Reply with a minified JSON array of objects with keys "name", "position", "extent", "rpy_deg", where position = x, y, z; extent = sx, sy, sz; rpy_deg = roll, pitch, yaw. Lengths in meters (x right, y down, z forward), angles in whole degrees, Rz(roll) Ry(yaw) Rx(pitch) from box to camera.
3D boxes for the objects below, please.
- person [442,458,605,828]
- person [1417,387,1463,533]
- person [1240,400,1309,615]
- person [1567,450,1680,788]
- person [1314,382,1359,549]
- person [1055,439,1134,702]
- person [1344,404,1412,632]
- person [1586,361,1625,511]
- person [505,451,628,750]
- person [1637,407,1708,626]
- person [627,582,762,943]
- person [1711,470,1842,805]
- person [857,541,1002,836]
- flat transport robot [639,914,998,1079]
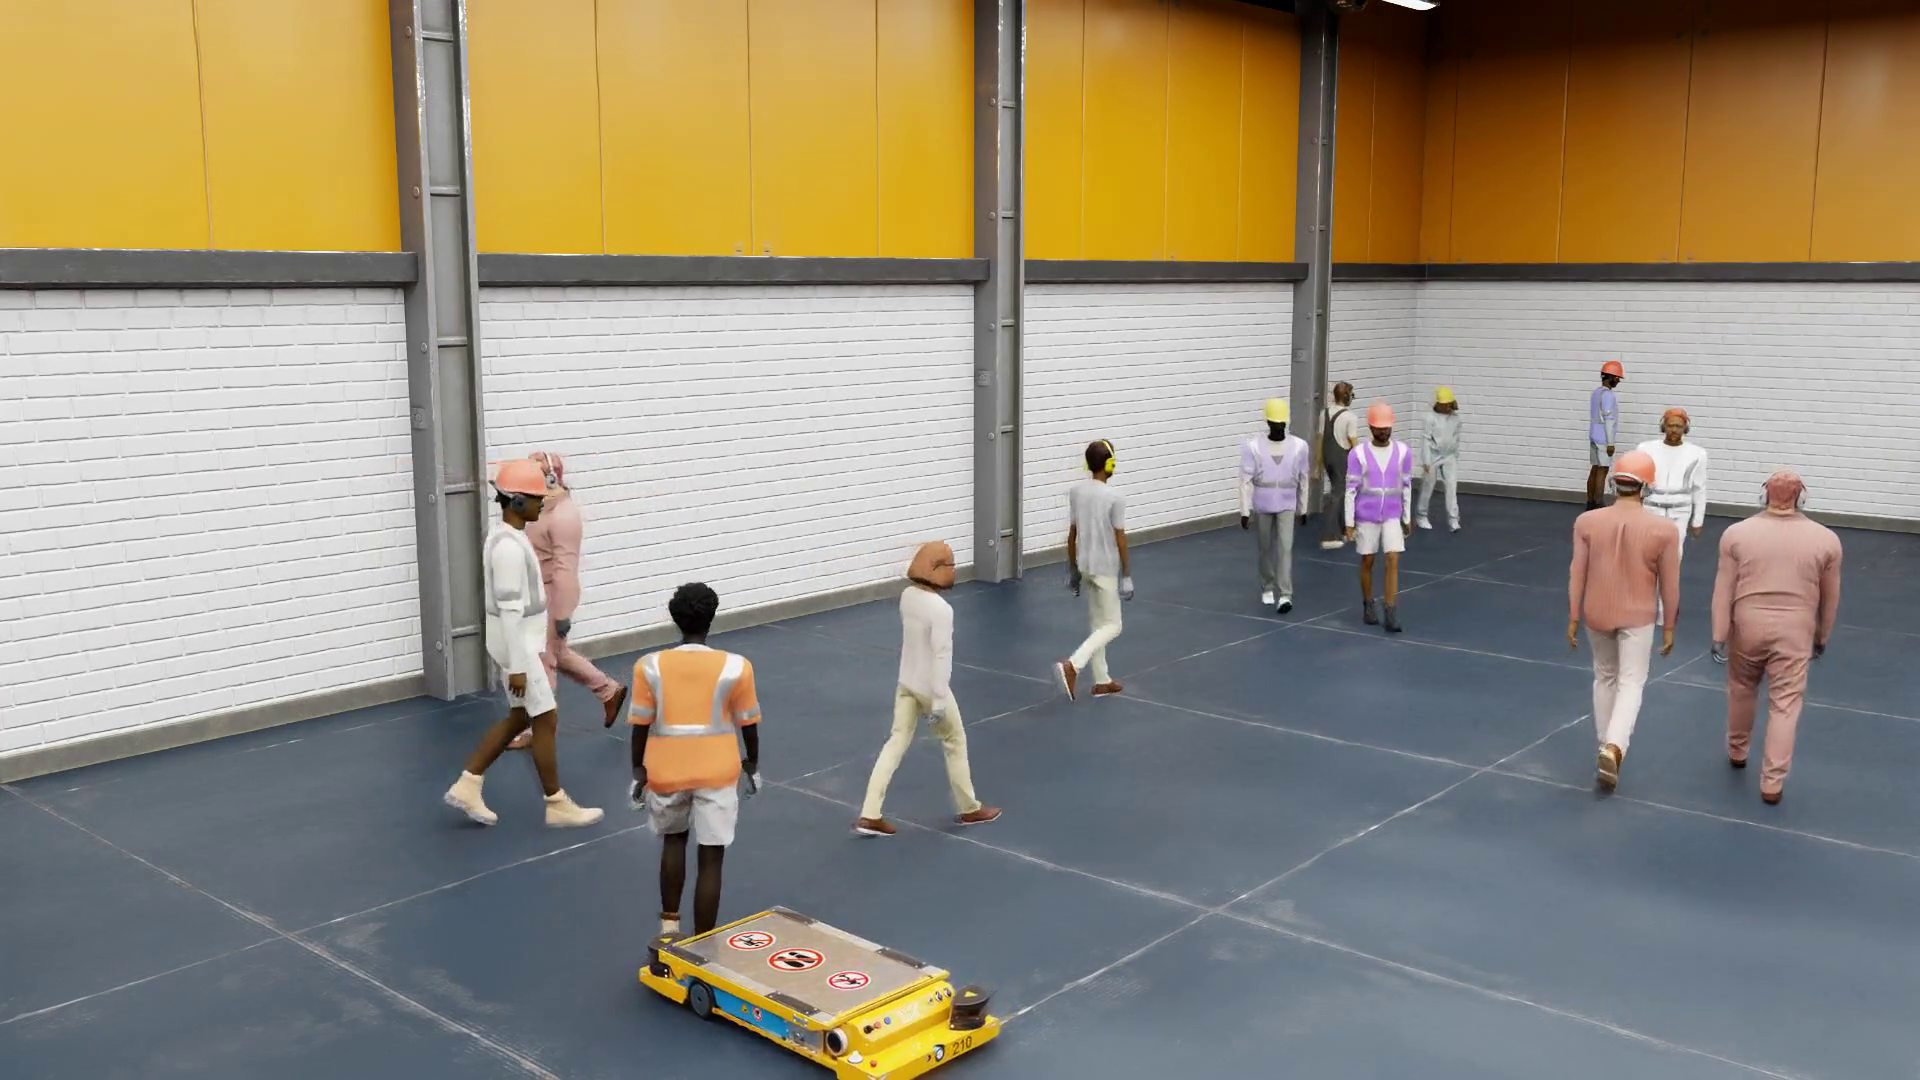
[{"name":"person","position":[-2.385,0.568,8.877],"extent":[0.815,2.018,0.625],"rpy_deg":[-3,9,-16]},{"name":"person","position":[5.581,-0.926,19.260],"extent":[0.511,1.689,0.918],"rpy_deg":[-1,9,-9]},{"name":"person","position":[2.787,-0.297,14.721],"extent":[0.610,1.872,0.998],"rpy_deg":[1,9,5]},{"name":"person","position":[3.885,0.456,9.787],"extent":[0.624,1.961,0.926],"rpy_deg":[6,11,34]},{"name":"person","position":[4.245,-0.823,18.239],"extent":[0.821,1.815,0.550],"rpy_deg":[-6,11,-31]},{"name":"person","position":[0.936,0.223,11.562],"extent":[0.698,1.851,0.528],"rpy_deg":[-8,12,-39]},{"name":"person","position":[3.513,-0.178,13.898],"extent":[0.577,1.900,0.875],"rpy_deg":[1,9,3]},{"name":"person","position":[7.940,-1.233,20.456],"extent":[0.374,1.928,0.543],"rpy_deg":[0,9,2]},{"name":"person","position":[-2.529,0.368,10.517],"extent":[0.762,1.886,0.648],"rpy_deg":[-3,10,-18]},{"name":"person","position":[5.997,-0.196,14.119],"extent":[0.609,1.872,0.414],"rpy_deg":[4,10,24]},{"name":"person","position":[-1.135,1.020,7.124],"extent":[0.556,1.658,0.508],"rpy_deg":[0,9,3]},{"name":"person","position":[4.702,0.522,9.637],"extent":[0.651,1.859,0.985],"rpy_deg":[4,10,24]},{"name":"person","position":[-0.190,0.788,8.844],"extent":[0.859,1.587,0.502],"rpy_deg":[-6,11,-34]},{"name":"flat transport robot","position":[-0.593,1.790,6.657],"extent":[1.431,0.197,0.652],"rpy_deg":[8,12,43]}]
